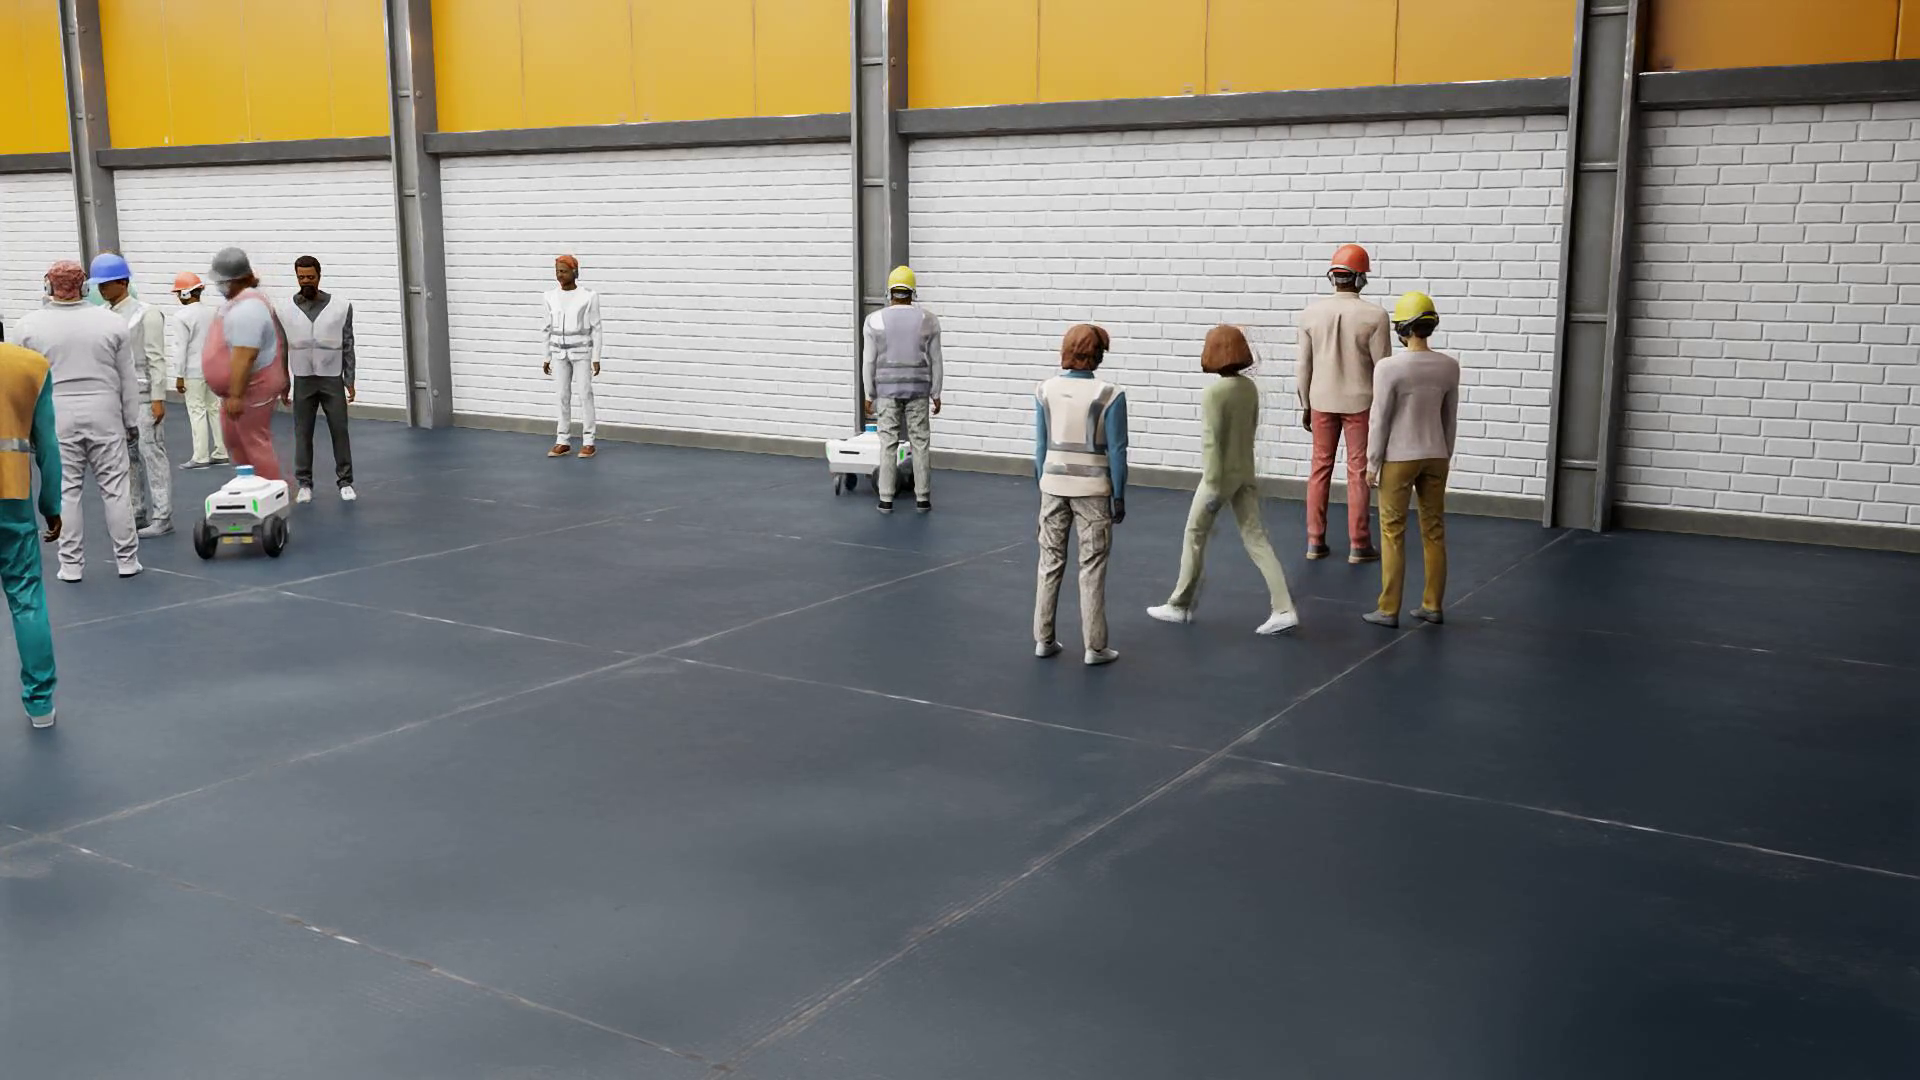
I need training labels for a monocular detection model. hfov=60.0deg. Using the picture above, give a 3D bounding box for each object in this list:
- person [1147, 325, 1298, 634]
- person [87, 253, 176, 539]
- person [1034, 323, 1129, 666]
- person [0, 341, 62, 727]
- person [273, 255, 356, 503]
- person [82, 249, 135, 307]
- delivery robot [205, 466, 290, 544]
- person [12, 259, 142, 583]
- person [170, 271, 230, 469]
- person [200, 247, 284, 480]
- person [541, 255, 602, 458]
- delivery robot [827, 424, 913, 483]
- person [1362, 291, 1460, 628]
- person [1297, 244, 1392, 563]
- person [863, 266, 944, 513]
[{"bbox_3d":[1.395,-0.311,8.595,0.865,1.593,0.511,9,14,42],"label":"person"},{"bbox_3d":[-5.667,-0.973,11.337,0.612,1.933,0.417,3,11,18],"label":"person"},{"bbox_3d":[0.572,-0.216,7.976,0.509,1.630,0.317,7,12,34],"label":"person"},{"bbox_3d":[-3.994,-0.145,6.810,0.592,1.911,0.390,-8,13,-38],"label":"person"},{"bbox_3d":[-4.984,-1.241,12.900,0.585,1.910,0.391,-3,11,-18],"label":"person"},{"bbox_3d":[-8.445,-1.922,16.619,0.654,1.928,0.375,3,11,19],"label":"person"},{"bbox_3d":[-4.625,-0.240,10.809,0.477,0.478,0.707,-1,11,-6],"label":"delivery robot"},{"bbox_3d":[-5.218,-0.701,9.882,0.636,1.911,0.404,-6,12,-29],"label":"person"},{"bbox_3d":[-6.789,-1.507,14.799,0.351,1.744,0.566,3,11,15],"label":"person"},{"bbox_3d":[-5.196,-1.159,12.052,0.550,2.000,0.761,-6,12,-28],"label":"person"},{"bbox_3d":[-3.616,-1.702,15.495,0.584,1.882,0.337,2,11,13],"label":"person"},{"bbox_3d":[-0.700,-0.684,13.279,0.707,0.478,0.477,4,11,23],"label":"delivery robot"},{"bbox_3d":[2.358,-0.417,8.728,0.527,1.759,0.339,-4,11,-19],"label":"person"},{"bbox_3d":[2.421,-0.850,10.468,0.612,1.995,0.376,6,12,32],"label":"person"},{"bbox_3d":[-0.424,-1.107,12.339,0.600,1.831,0.404,-1,10,-6],"label":"person"}]
